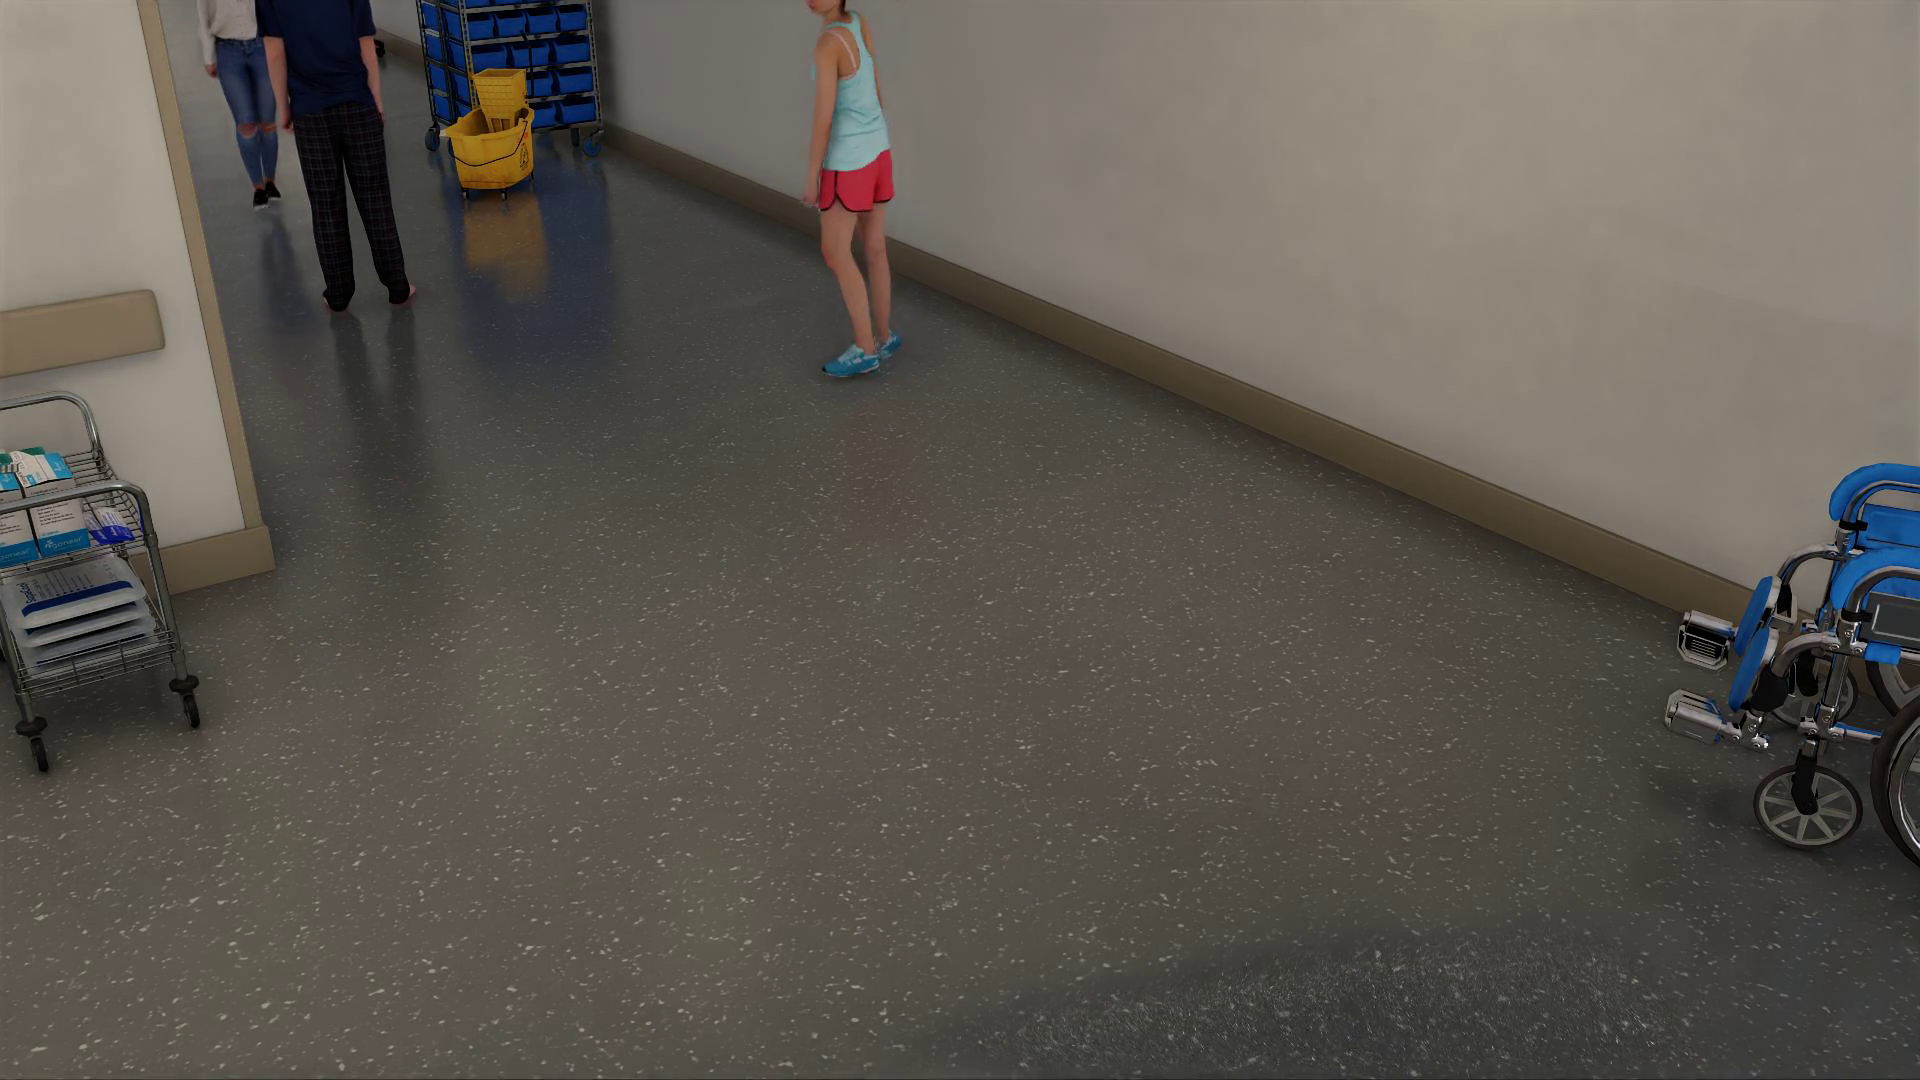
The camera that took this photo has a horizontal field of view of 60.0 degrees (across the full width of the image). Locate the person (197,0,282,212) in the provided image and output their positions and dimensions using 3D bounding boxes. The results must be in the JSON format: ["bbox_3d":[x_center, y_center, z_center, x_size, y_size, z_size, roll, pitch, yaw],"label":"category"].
[{"bbox_3d":[-4.098,-2.771,9.554,0.745,1.674,0.765,-12,28,-23],"label":"person"}]

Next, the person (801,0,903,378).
[{"bbox_3d":[-0.403,-1.586,6.994,0.859,1.763,0.684,19,32,34],"label":"person"}]

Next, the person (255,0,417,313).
[{"bbox_3d":[-2.911,-2.002,7.734,0.601,1.870,0.783,-8,27,-15],"label":"person"}]
